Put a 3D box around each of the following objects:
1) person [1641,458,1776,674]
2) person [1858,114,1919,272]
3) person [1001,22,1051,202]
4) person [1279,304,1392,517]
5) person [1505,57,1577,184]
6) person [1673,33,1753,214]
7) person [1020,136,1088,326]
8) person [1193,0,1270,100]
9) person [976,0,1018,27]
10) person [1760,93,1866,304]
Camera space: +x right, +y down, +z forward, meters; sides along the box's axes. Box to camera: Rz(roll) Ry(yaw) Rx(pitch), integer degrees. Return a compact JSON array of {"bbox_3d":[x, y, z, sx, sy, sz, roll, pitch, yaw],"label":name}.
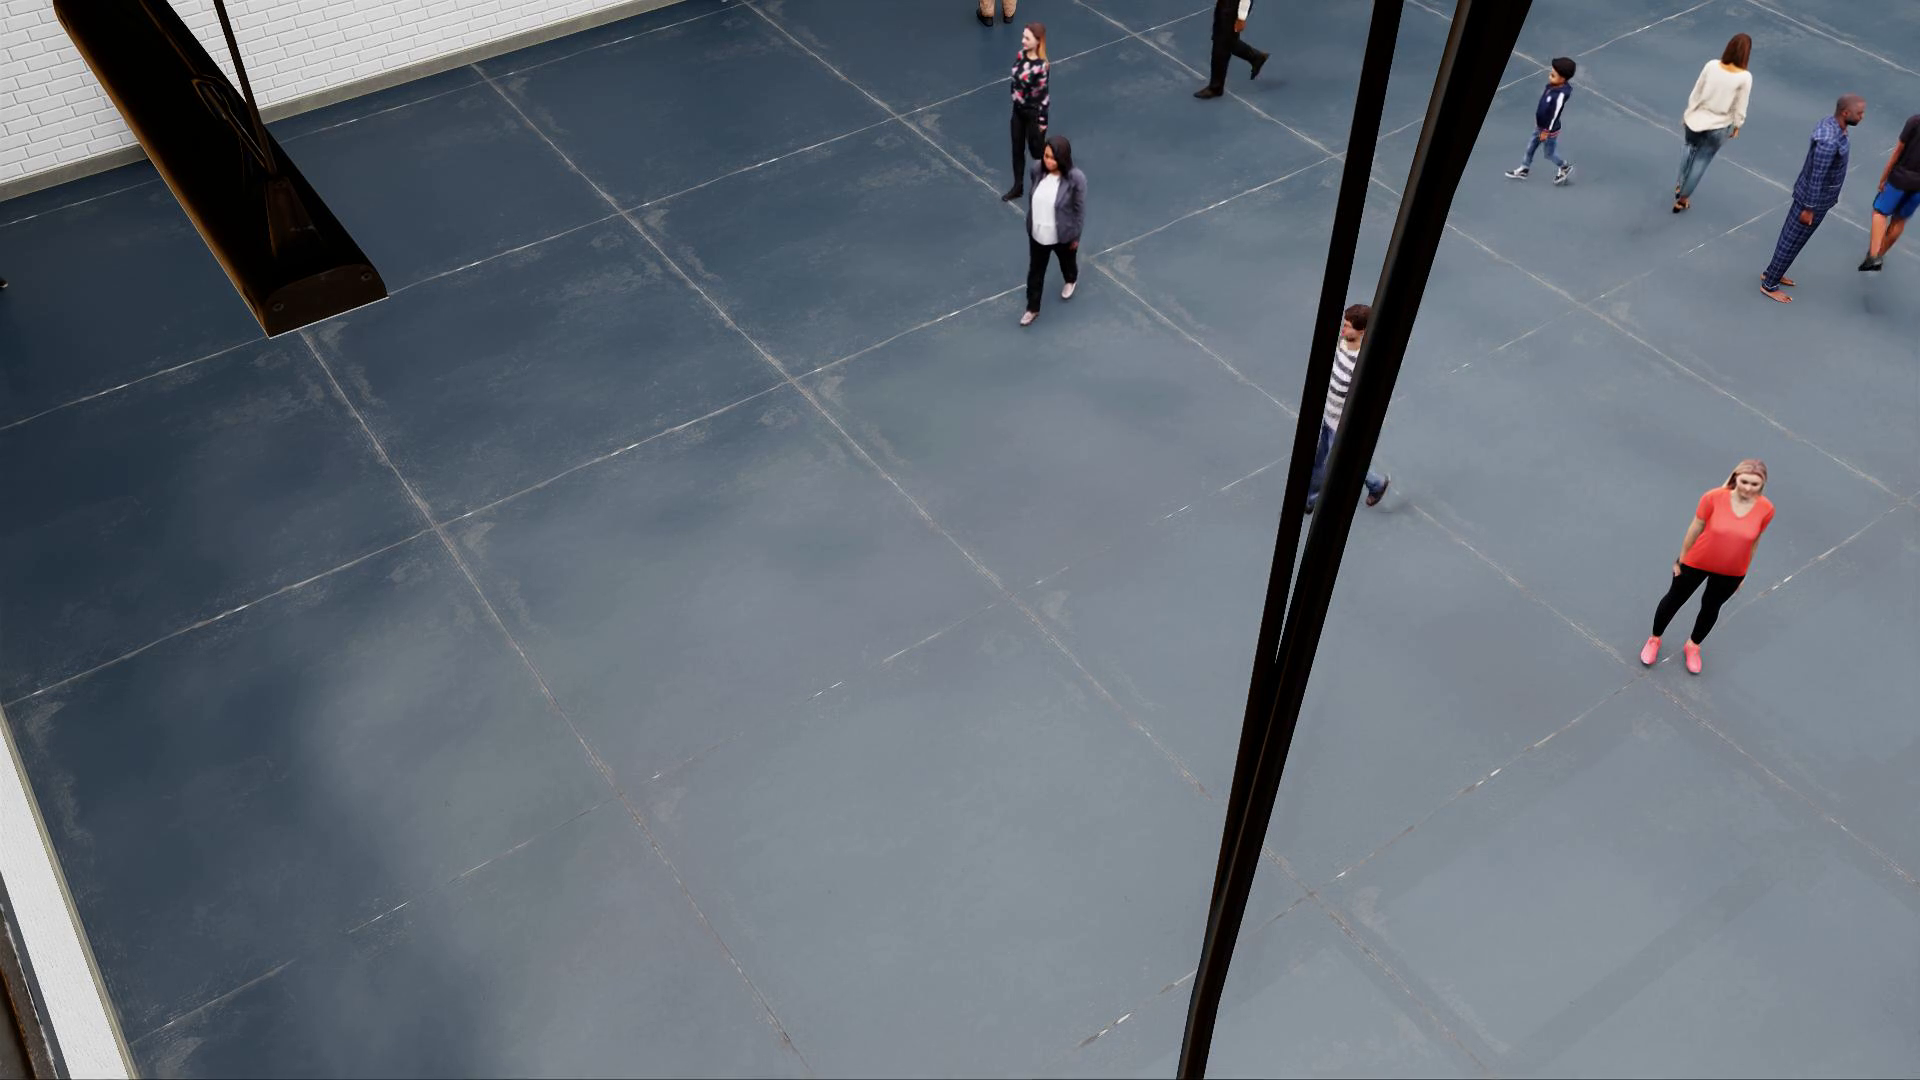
[{"bbox_3d":[4.783,0.152,10.581,0.674,1.694,0.716,11,45,11],"label":"person"},{"bbox_3d":[7.894,-2.953,13.775,0.885,1.785,0.980,13,45,13],"label":"person"},{"bbox_3d":[0.684,-3.805,14.755,0.912,1.667,0.569,-26,49,-24],"label":"person"},{"bbox_3d":[2.718,-0.865,11.548,1.081,1.834,0.827,-13,45,-13],"label":"person"},{"bbox_3d":[5.381,-3.774,15.058,0.882,1.204,0.757,-1,44,-1],"label":"person"},{"bbox_3d":[6.509,-3.605,14.544,0.704,1.668,0.680,33,53,30],"label":"person"},{"bbox_3d":[0.811,-2.563,13.526,0.996,1.564,1.160,18,46,18],"label":"person"},{"bbox_3d":[2.713,-5.167,16.016,1.134,1.901,0.955,-8,44,-8],"label":"person"},{"bbox_3d":[0.369,-6.273,17.159,0.679,1.924,0.838,-9,44,-10],"label":"person"},{"bbox_3d":[6.975,-2.827,13.613,0.829,1.826,0.720,19,47,19],"label":"person"}]
